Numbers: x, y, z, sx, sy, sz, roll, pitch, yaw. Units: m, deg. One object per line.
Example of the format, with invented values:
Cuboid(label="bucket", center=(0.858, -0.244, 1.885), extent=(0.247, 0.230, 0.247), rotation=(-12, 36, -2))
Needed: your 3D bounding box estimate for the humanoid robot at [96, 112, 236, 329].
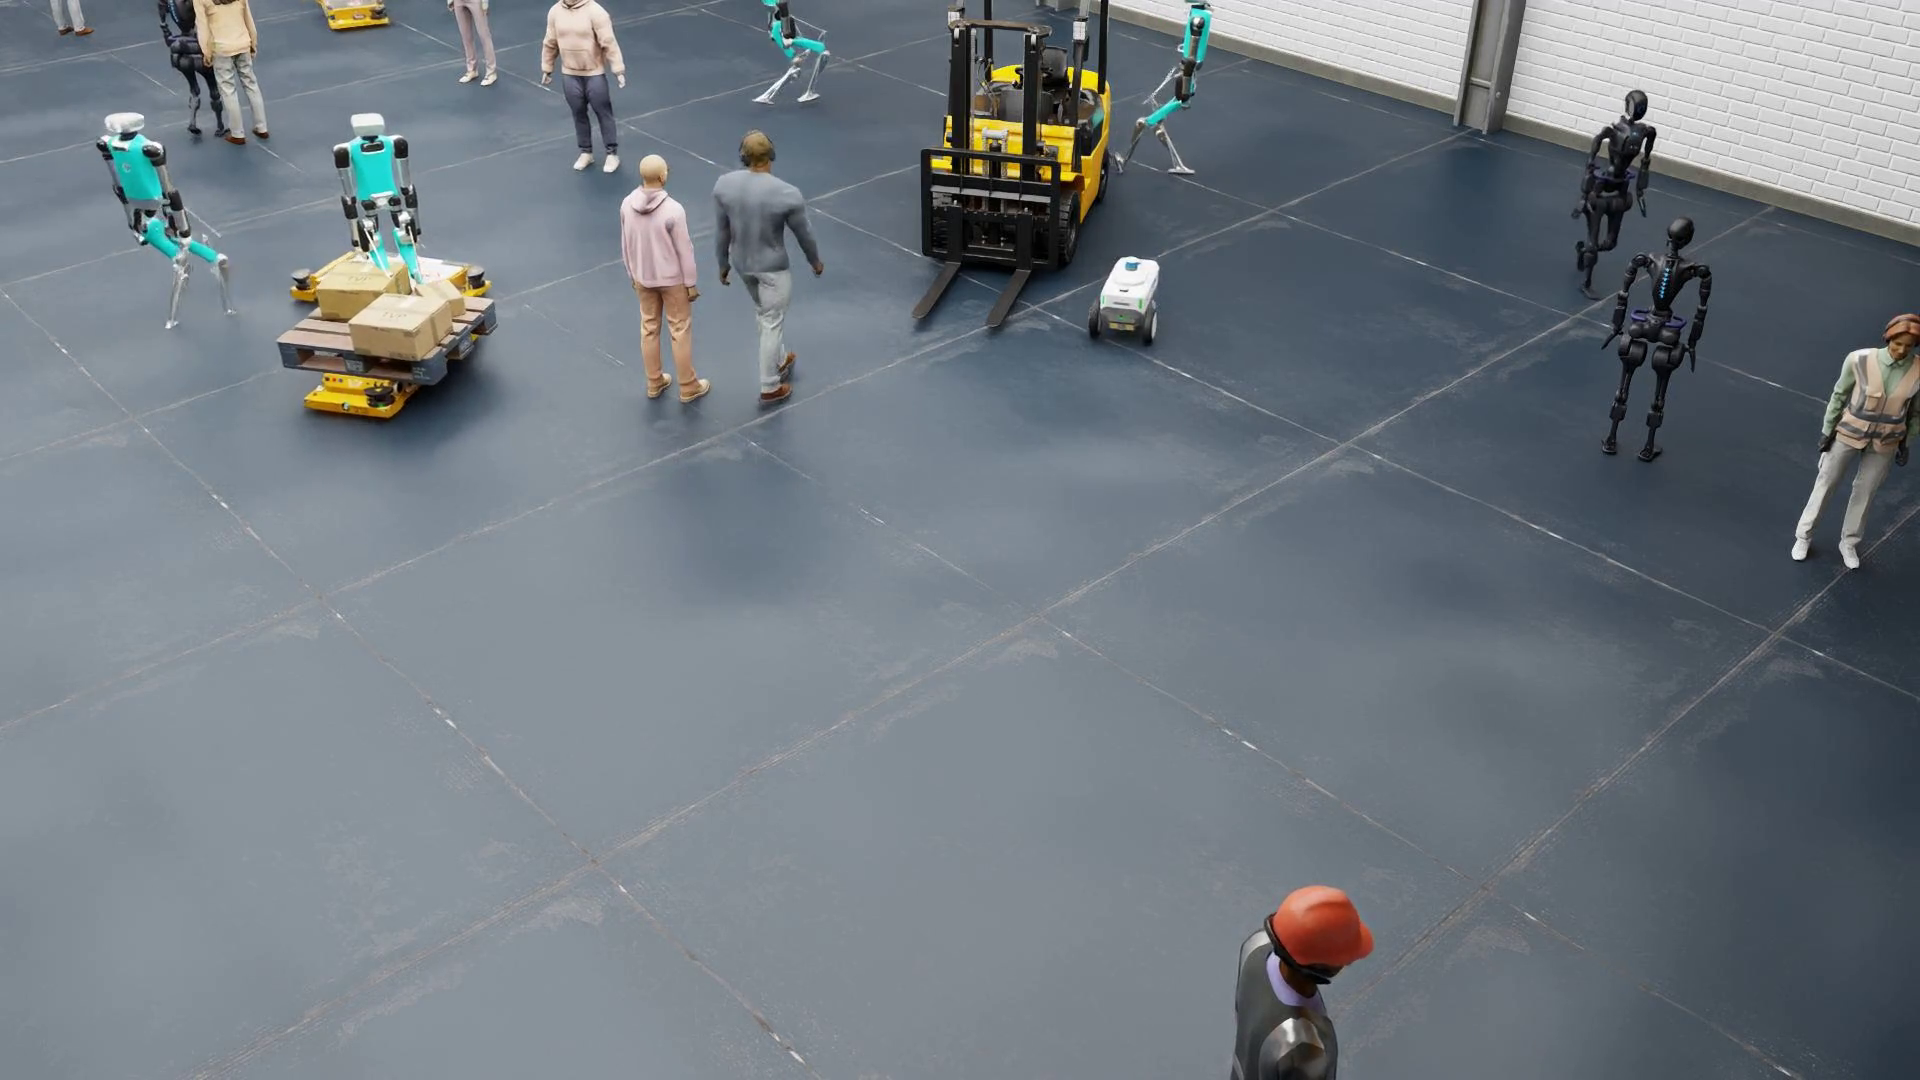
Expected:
Cuboid(label="humanoid robot", center=(-5.932, -2.445, 12.635), extent=(0.543, 1.800, 0.831), rotation=(9, 34, 14))

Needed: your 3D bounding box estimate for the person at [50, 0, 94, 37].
Cuboid(label="person", center=(-10.367, -6.615, 19.079), extent=(0.476, 1.643, 0.327), rotation=(4, 33, 7))

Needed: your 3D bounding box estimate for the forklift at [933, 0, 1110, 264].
Cuboid(label="forklift", center=(0.570, -3.725, 14.138), extent=(1.214, 2.155, 2.313), rotation=(9, 34, 13))

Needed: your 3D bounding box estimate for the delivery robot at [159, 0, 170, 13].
Cuboid(label="delivery robot", center=(-9.522, -6.790, 20.334), extent=(0.499, 0.580, 0.776), rotation=(-10, 34, -15))

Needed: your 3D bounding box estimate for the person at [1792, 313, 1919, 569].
Cuboid(label="person", center=(5.342, -0.587, 9.817), extent=(0.510, 1.639, 0.306), rotation=(10, 34, 15))

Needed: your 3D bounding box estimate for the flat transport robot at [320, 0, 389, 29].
Cuboid(label="flat transport robot", center=(-7.355, -6.473, 20.122), extent=(0.659, 0.231, 1.431), rotation=(-13, 35, -20))

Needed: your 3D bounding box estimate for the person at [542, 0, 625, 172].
Cuboid(label="person", center=(-3.474, -4.355, 15.414), extent=(0.821, 1.855, 0.434), rotation=(6, 34, 9))

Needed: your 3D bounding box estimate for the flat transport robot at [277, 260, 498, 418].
Cuboid(label="flat transport robot", center=(-4.147, -1.333, 12.222), extent=(0.659, 0.231, 1.431), rotation=(7, 34, 11))

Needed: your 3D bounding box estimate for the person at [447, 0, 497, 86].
Cuboid(label="person", center=(-5.194, -5.697, 17.565), extent=(0.526, 1.761, 0.331), rotation=(13, 35, 19))

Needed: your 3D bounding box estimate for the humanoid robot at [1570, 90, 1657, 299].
Cuboid(label="humanoid robot", center=(5.102, -2.783, 13.167), extent=(0.599, 1.636, 0.633), rotation=(-6, 34, -10))

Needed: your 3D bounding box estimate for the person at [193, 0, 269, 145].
Cuboid(label="person", center=(-7.022, -4.755, 16.021), extent=(0.409, 1.868, 0.568), rotation=(24, 40, 32))

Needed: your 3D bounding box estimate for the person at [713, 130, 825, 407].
Cuboid(label="person", center=(-1.330, -1.918, 11.603), extent=(0.671, 1.906, 0.772), rotation=(13, 35, 18))

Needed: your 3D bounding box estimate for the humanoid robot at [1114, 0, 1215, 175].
Cuboid(label="humanoid robot", center=(1.827, -4.180, 15.293), extent=(0.905, 1.809, 0.559), rotation=(8, 34, 12))

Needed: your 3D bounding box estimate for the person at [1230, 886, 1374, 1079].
Cuboid(label="person", center=(1.090, 1.932, 5.582), extent=(0.378, 2.041, 0.610), rotation=(-5, 33, -7))

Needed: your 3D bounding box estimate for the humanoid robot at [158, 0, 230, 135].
Cuboid(label="humanoid robot", center=(-7.453, -4.744, 16.184), extent=(0.606, 1.655, 0.489), rotation=(6, 34, 9))

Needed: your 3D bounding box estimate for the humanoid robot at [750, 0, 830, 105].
Cuboid(label="humanoid robot", center=(-1.691, -5.206, 16.813), extent=(0.953, 1.740, 0.535), rotation=(-15, 36, -22))

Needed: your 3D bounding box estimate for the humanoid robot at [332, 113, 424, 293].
Cuboid(label="humanoid robot", center=(-4.133, -2.153, 12.167), extent=(0.540, 1.831, 0.662), rotation=(-19, 38, -27))

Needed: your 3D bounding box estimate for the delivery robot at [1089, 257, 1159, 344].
Cuboid(label="delivery robot", center=(1.292, -1.858, 12.782), extent=(0.509, 0.611, 0.783), rotation=(9, 34, 13))

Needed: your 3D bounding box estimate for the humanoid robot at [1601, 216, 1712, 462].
Cuboid(label="humanoid robot", center=(4.541, -1.327, 10.908), extent=(0.599, 1.657, 0.315), rotation=(17, 37, 25))

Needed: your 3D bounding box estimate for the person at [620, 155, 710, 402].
Cuboid(label="person", center=(-2.072, -1.797, 11.545), extent=(0.535, 1.781, 0.399), rotation=(12, 35, 17))

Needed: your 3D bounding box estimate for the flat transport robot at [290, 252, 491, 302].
Cuboid(label="flat transport robot", center=(-4.564, -2.052, 13.327), extent=(1.431, 0.231, 0.659), rotation=(10, 34, 15))
